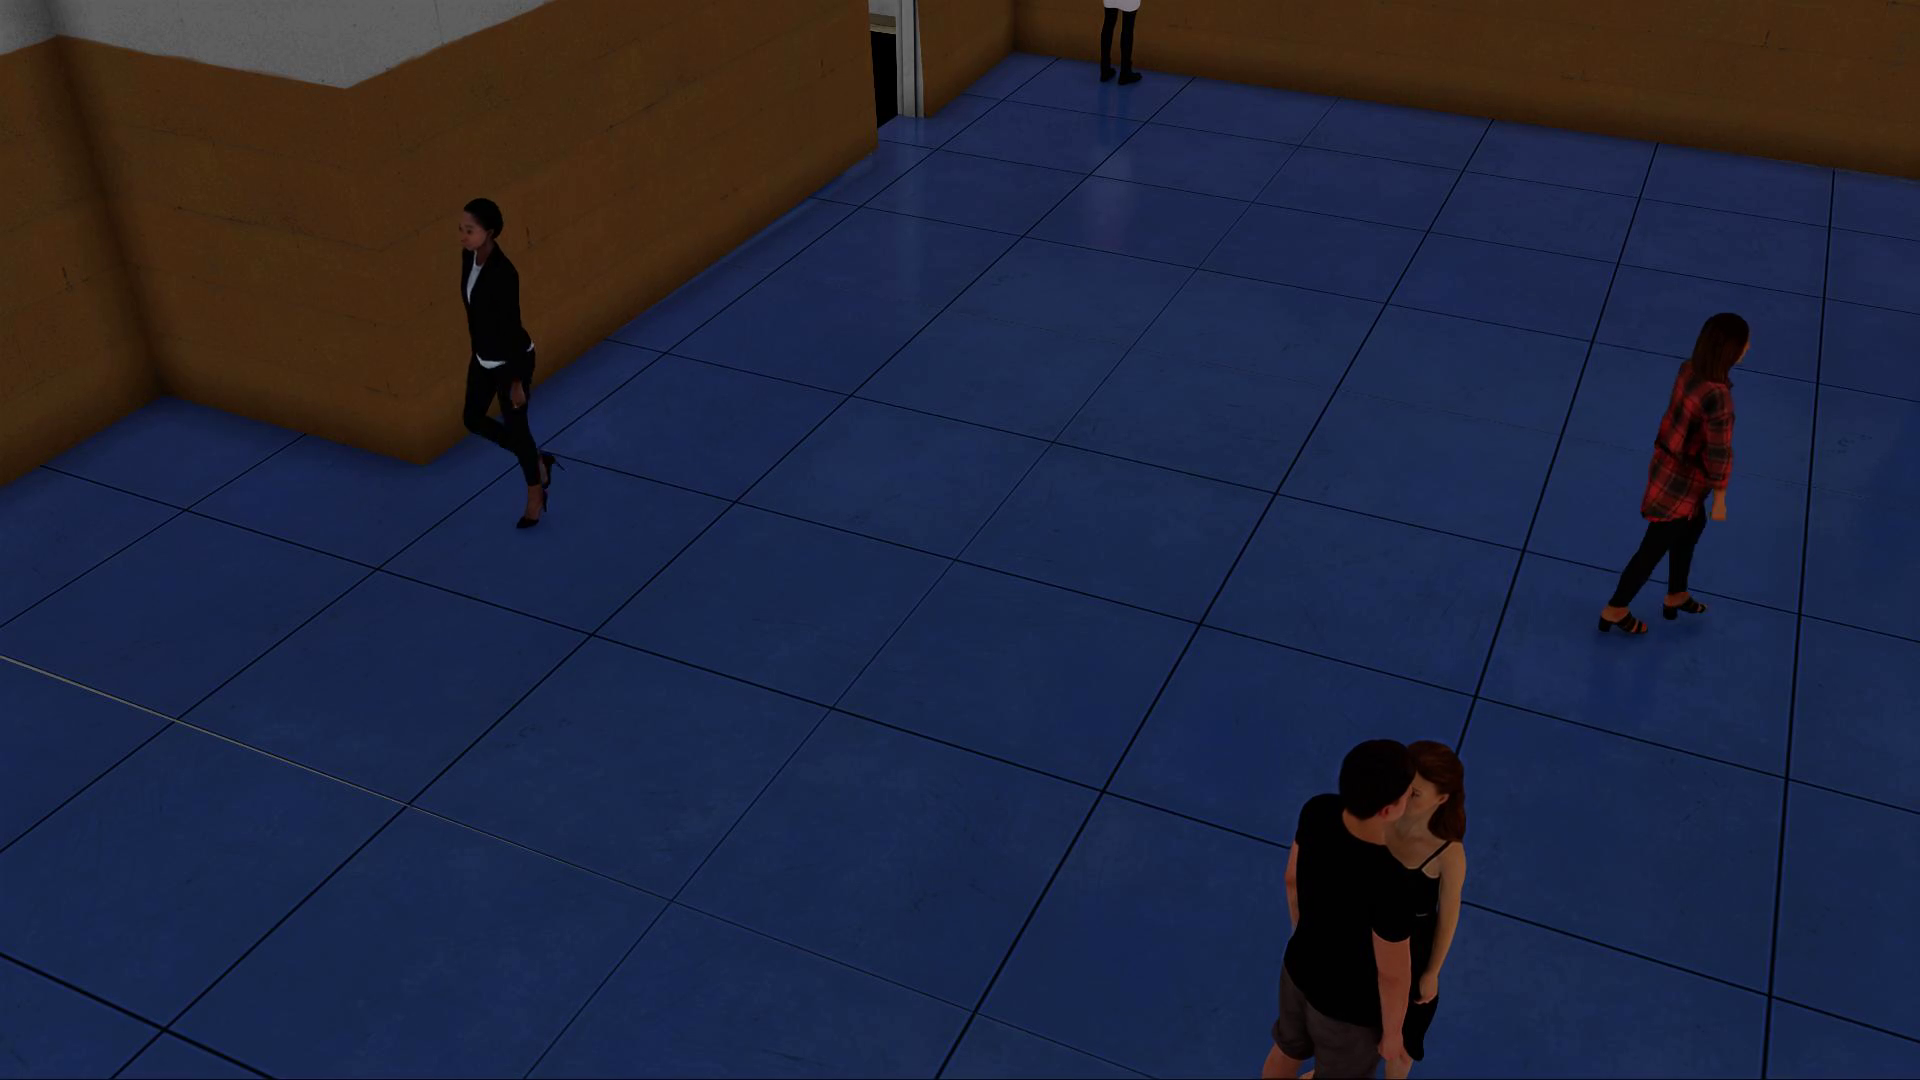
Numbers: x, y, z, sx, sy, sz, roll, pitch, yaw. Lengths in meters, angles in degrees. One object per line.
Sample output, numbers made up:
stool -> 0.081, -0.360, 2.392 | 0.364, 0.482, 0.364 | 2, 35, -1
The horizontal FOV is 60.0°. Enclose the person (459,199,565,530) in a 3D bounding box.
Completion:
person -> -2.260, -0.896, 8.495 | 0.734, 1.823, 0.794 | 28, 43, 35

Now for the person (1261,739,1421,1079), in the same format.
person -> 1.150, 1.337, 5.105 | 0.830, 1.861, 0.742 | -15, 37, -21

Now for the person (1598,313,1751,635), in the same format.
person -> 3.238, -0.267, 7.673 | 0.902, 1.685, 0.796 | 1, 34, 1

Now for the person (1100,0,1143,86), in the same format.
person -> 1.412, -4.907, 14.541 | 0.581, 1.804, 0.726 | 21, 39, 28

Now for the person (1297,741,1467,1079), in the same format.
person -> 1.395, 1.295, 5.380 | 0.714, 1.624, 0.607 | -29, 43, -36
